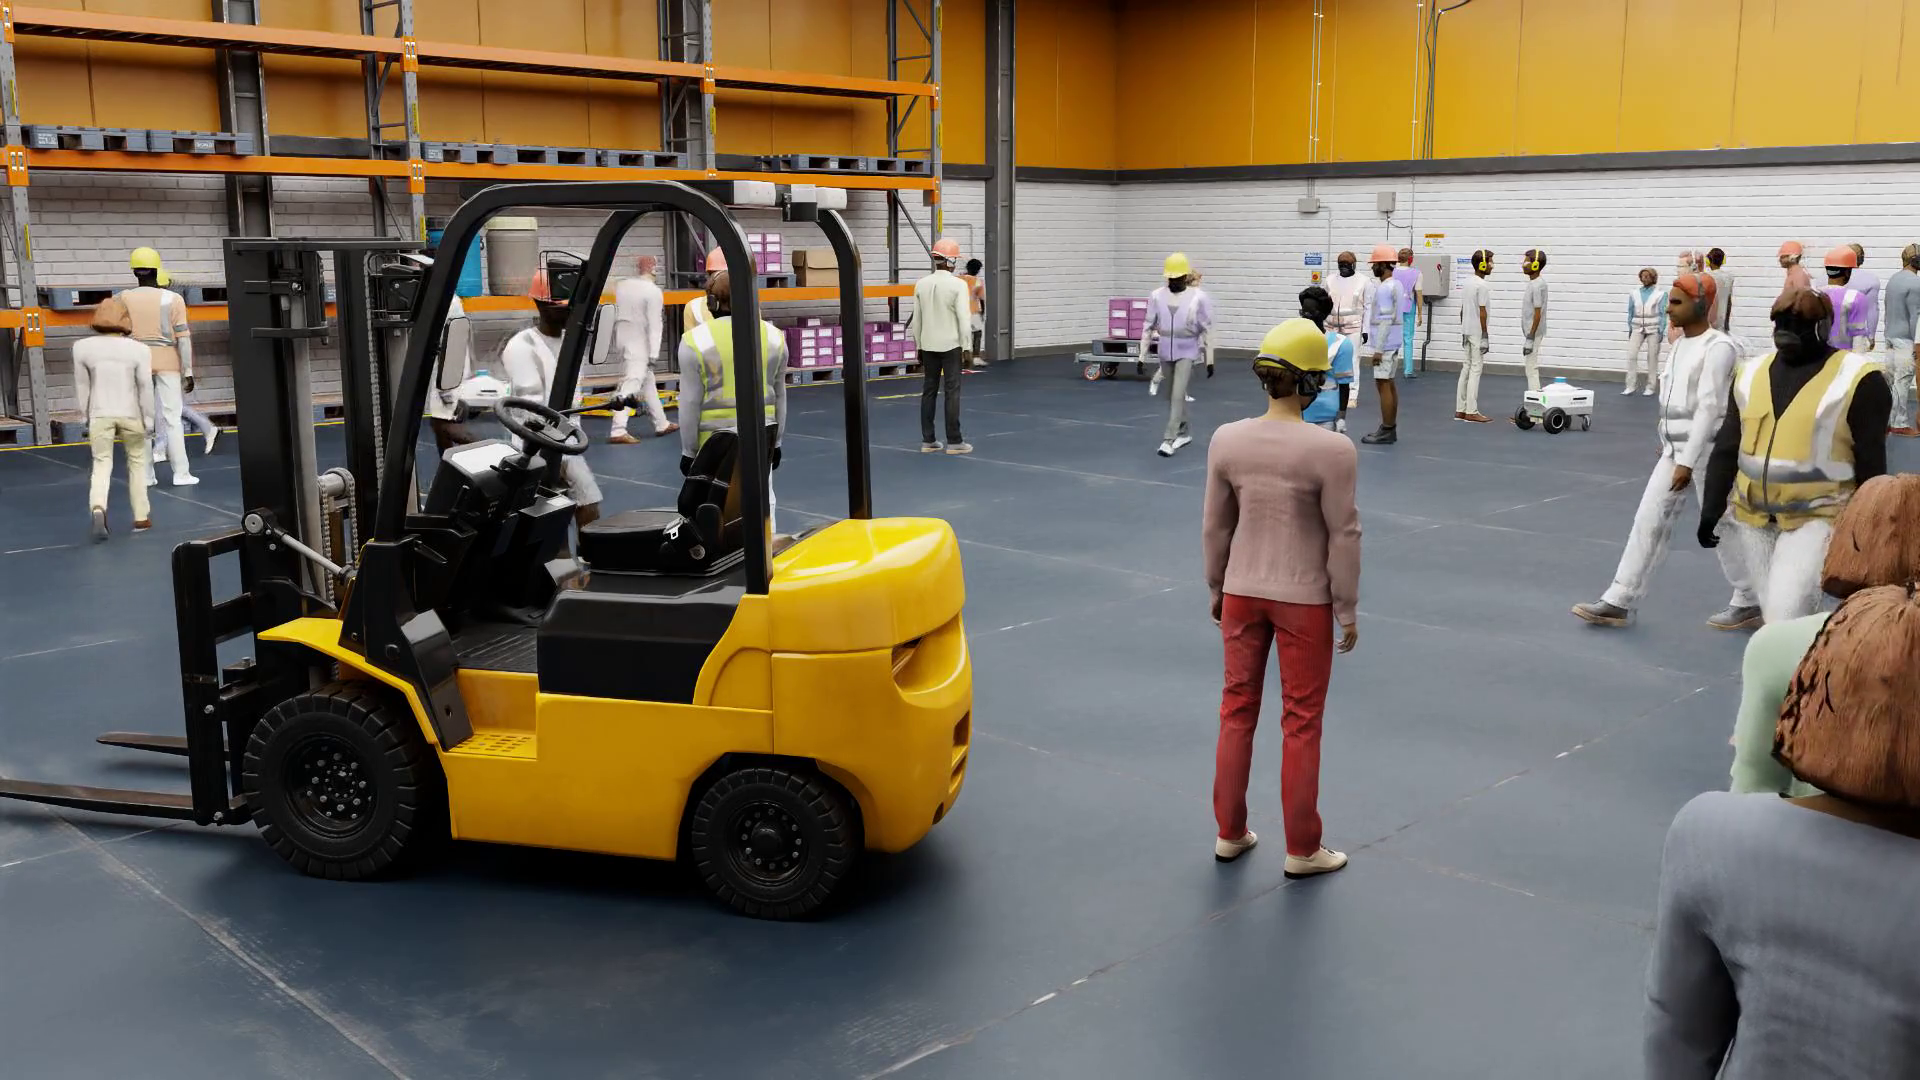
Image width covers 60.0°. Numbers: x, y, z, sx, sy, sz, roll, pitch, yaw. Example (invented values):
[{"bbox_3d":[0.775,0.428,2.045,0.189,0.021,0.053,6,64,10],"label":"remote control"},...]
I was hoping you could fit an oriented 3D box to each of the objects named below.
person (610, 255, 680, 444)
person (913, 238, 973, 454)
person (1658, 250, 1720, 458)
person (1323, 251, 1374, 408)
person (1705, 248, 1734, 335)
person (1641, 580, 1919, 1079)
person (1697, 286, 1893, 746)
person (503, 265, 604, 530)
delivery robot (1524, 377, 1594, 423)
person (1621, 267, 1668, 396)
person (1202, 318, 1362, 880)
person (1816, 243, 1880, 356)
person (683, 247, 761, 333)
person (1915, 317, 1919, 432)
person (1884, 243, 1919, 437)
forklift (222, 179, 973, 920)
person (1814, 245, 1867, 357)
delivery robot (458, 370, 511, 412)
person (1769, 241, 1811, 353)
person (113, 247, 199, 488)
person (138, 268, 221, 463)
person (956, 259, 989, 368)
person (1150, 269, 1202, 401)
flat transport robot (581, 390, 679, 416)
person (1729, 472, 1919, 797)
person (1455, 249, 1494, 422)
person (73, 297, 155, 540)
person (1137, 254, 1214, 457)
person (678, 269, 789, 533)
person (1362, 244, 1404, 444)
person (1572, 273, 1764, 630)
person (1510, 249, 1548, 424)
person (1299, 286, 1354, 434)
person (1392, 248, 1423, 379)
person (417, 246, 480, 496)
[{"bbox_3d":[-3.110,-1.881,16.417,1.055,1.816,0.655,-10,14,-42],"label":"person"},{"bbox_3d":[-0.147,-1.800,15.480,0.616,1.993,0.395,7,13,35],"label":"person"},{"bbox_3d":[6.560,-1.651,14.959,0.437,1.889,0.658,2,11,9],"label":"person"},{"bbox_3d":[4.514,-2.467,19.559,0.621,1.838,0.429,6,12,30],"label":"person"},{"bbox_3d":[9.544,-2.766,21.113,0.513,1.865,0.329,-3,11,-15],"label":"person"},{"bbox_3d":[1.053,0.856,1.987,0.277,1.633,0.507,-7,13,-35],"label":"person"},{"bbox_3d":[3.208,-0.079,6.576,0.812,1.812,0.663,-6,12,-30],"label":"person"},{"bbox_3d":[-2.073,-0.463,8.514,1.034,1.875,0.547,7,12,33],"label":"person"},{"bbox_3d":[6.203,-1.444,17.219,0.707,0.478,0.477,-4,11,-23],"label":"delivery robot"},{"bbox_3d":[8.604,-2.607,20.897,0.533,1.614,0.642,10,14,43],"label":"person"},{"bbox_3d":[1.024,0.186,5.279,0.534,1.767,0.314,8,13,38],"label":"person"},{"bbox_3d":[9.470,-2.197,17.801,0.636,1.938,0.357,9,14,42],"label":"person"},{"bbox_3d":[-1.655,-1.069,11.641,0.545,1.943,0.348,-2,11,-10],"label":"person"},{"bbox_3d":[6.202,-0.839,10.120,0.690,2.000,0.538,1,10,6],"label":"person"},{"bbox_3d":[9.532,-2.009,16.781,0.372,1.940,0.630,1,10,4],"label":"person"},{"bbox_3d":[-1.114,-0.058,5.440,2.313,2.155,1.214,2,11,13],"label":"forklift"},{"bbox_3d":[7.090,-1.418,13.554,0.356,1.937,0.552,-8,13,-38],"label":"person"},{"bbox_3d":[-5.191,-1.605,18.095,0.707,0.478,0.477,0,10,2],"label":"delivery robot"},{"bbox_3d":[9.697,-2.537,19.624,1.007,1.942,0.622,5,11,25],"label":"person"},{"bbox_3d":[-6.463,-1.376,13.352,0.587,1.929,0.359,-1,10,-8],"label":"person"},{"bbox_3d":[-7.066,-1.573,14.906,0.530,1.739,0.763,10,15,44],"label":"person"},{"bbox_3d":[0.137,-3.462,25.455,0.649,1.662,0.377,2,11,9],"label":"person"},{"bbox_3d":[2.653,-2.516,20.443,0.577,1.610,0.559,10,14,42],"label":"person"},{"bbox_3d":[-3.772,-1.577,18.972,0.652,0.197,1.431,4,11,20],"label":"flat transport robot"},{"bbox_3d":[1.736,0.665,3.161,0.503,1.586,0.871,8,13,39],"label":"person"},{"bbox_3d":[5.620,-2.215,18.094,0.311,1.869,0.532,-1,10,-8],"label":"person"},{"bbox_3d":[-5.660,-0.815,11.147,0.500,1.611,0.710,-3,11,-15],"label":"person"},{"bbox_3d":[2.006,-1.720,15.431,0.635,1.854,1.015,6,12,30],"label":"person"},{"bbox_3d":[-1.217,-0.506,8.846,0.627,1.844,0.429,-7,13,-34],"label":"person"},{"bbox_3d":[4.108,-1.900,16.188,0.373,1.934,0.551,5,12,26],"label":"person"},{"bbox_3d":[3.719,-0.433,8.484,0.981,1.840,0.594,-1,10,-5],"label":"person"},{"bbox_3d":[6.140,-2.184,17.908,0.329,1.876,0.512,4,11,19],"label":"person"},{"bbox_3d":[2.288,-0.799,10.840,0.532,1.697,0.319,7,13,34],"label":"person"},{"bbox_3d":[6.251,-3.199,23.530,0.570,1.840,0.372,7,12,32],"label":"person"},{"bbox_3d":[-3.893,-1.289,12.855,0.659,1.948,0.602,-2,11,-10],"label":"person"}]
